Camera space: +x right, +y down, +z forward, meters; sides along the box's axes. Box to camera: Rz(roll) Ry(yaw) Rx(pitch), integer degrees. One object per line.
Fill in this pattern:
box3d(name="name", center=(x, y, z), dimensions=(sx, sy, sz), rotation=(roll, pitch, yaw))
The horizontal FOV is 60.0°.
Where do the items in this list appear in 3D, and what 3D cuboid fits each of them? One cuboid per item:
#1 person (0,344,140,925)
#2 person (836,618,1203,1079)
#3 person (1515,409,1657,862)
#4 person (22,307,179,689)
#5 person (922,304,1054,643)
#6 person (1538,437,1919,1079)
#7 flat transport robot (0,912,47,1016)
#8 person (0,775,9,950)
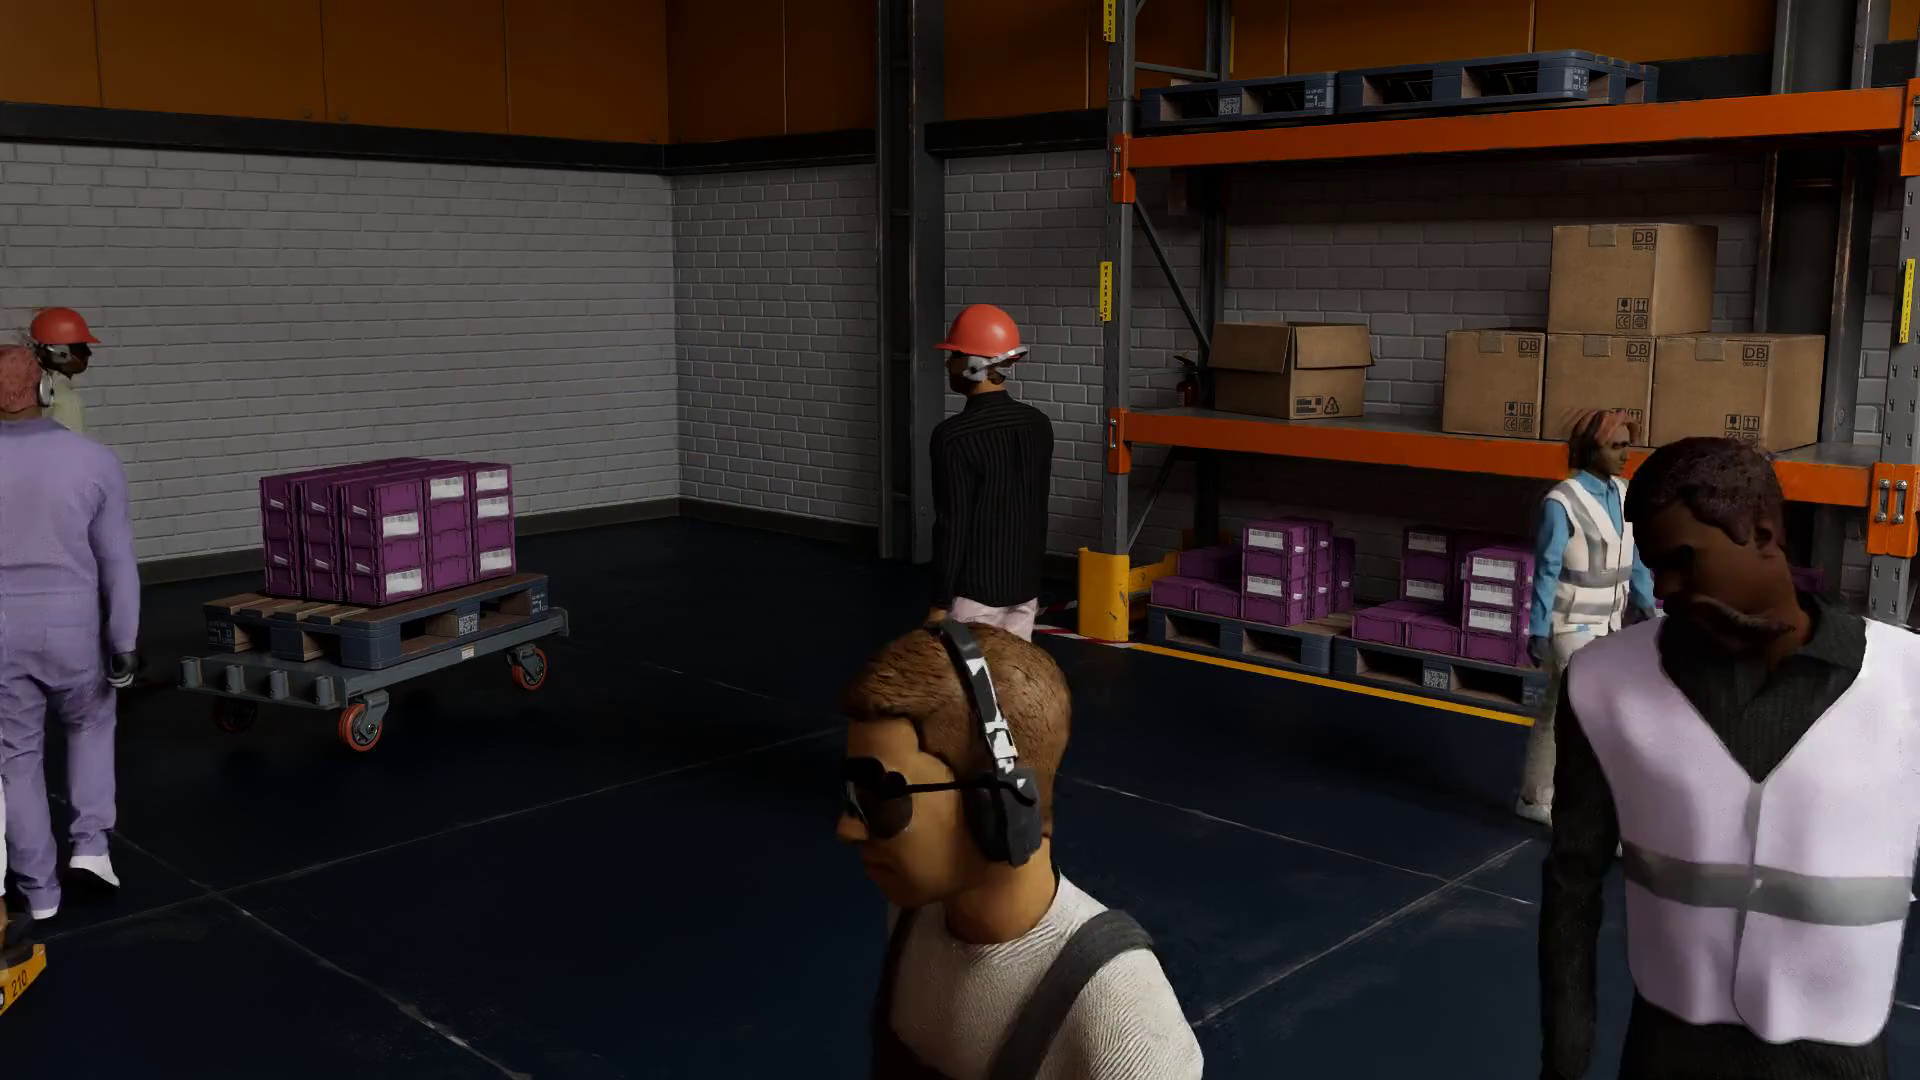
box3d(name="person", center=(-3.012, 0.306, 5.410), dimensions=(0.637, 1.881, 0.456), rotation=(-5, 10, -26))
box3d(name="person", center=(0.076, 0.958, 1.769), dimensions=(0.990, 1.792, 0.550), rotation=(-6, 11, -33))
box3d(name="person", center=(2.354, 0.339, 6.041), dimensions=(0.533, 1.607, 0.760), rotation=(-8, 12, -40))
box3d(name="person", center=(-4.414, -0.147, 8.030), dimensions=(1.023, 1.948, 0.636), rotation=(-8, 12, -39))
box3d(name="person", center=(0.091, 0.168, 5.912), dimensions=(0.374, 1.997, 0.613), rotation=(7, 12, 38))
box3d(name="person", center=(1.268, 0.771, 2.624), dimensions=(0.672, 1.874, 0.414), rotation=(5, 10, 26))
box3d(name="flat transport robot", center=(-3.381, 1.255, 4.528), dimensions=(1.431, 0.197, 0.652), rotation=(-1, 9, -9))
box3d(name="person", center=(-2.191, 0.688, 3.269), dimensions=(1.025, 1.834, 0.596), rotation=(7, 12, 38))
